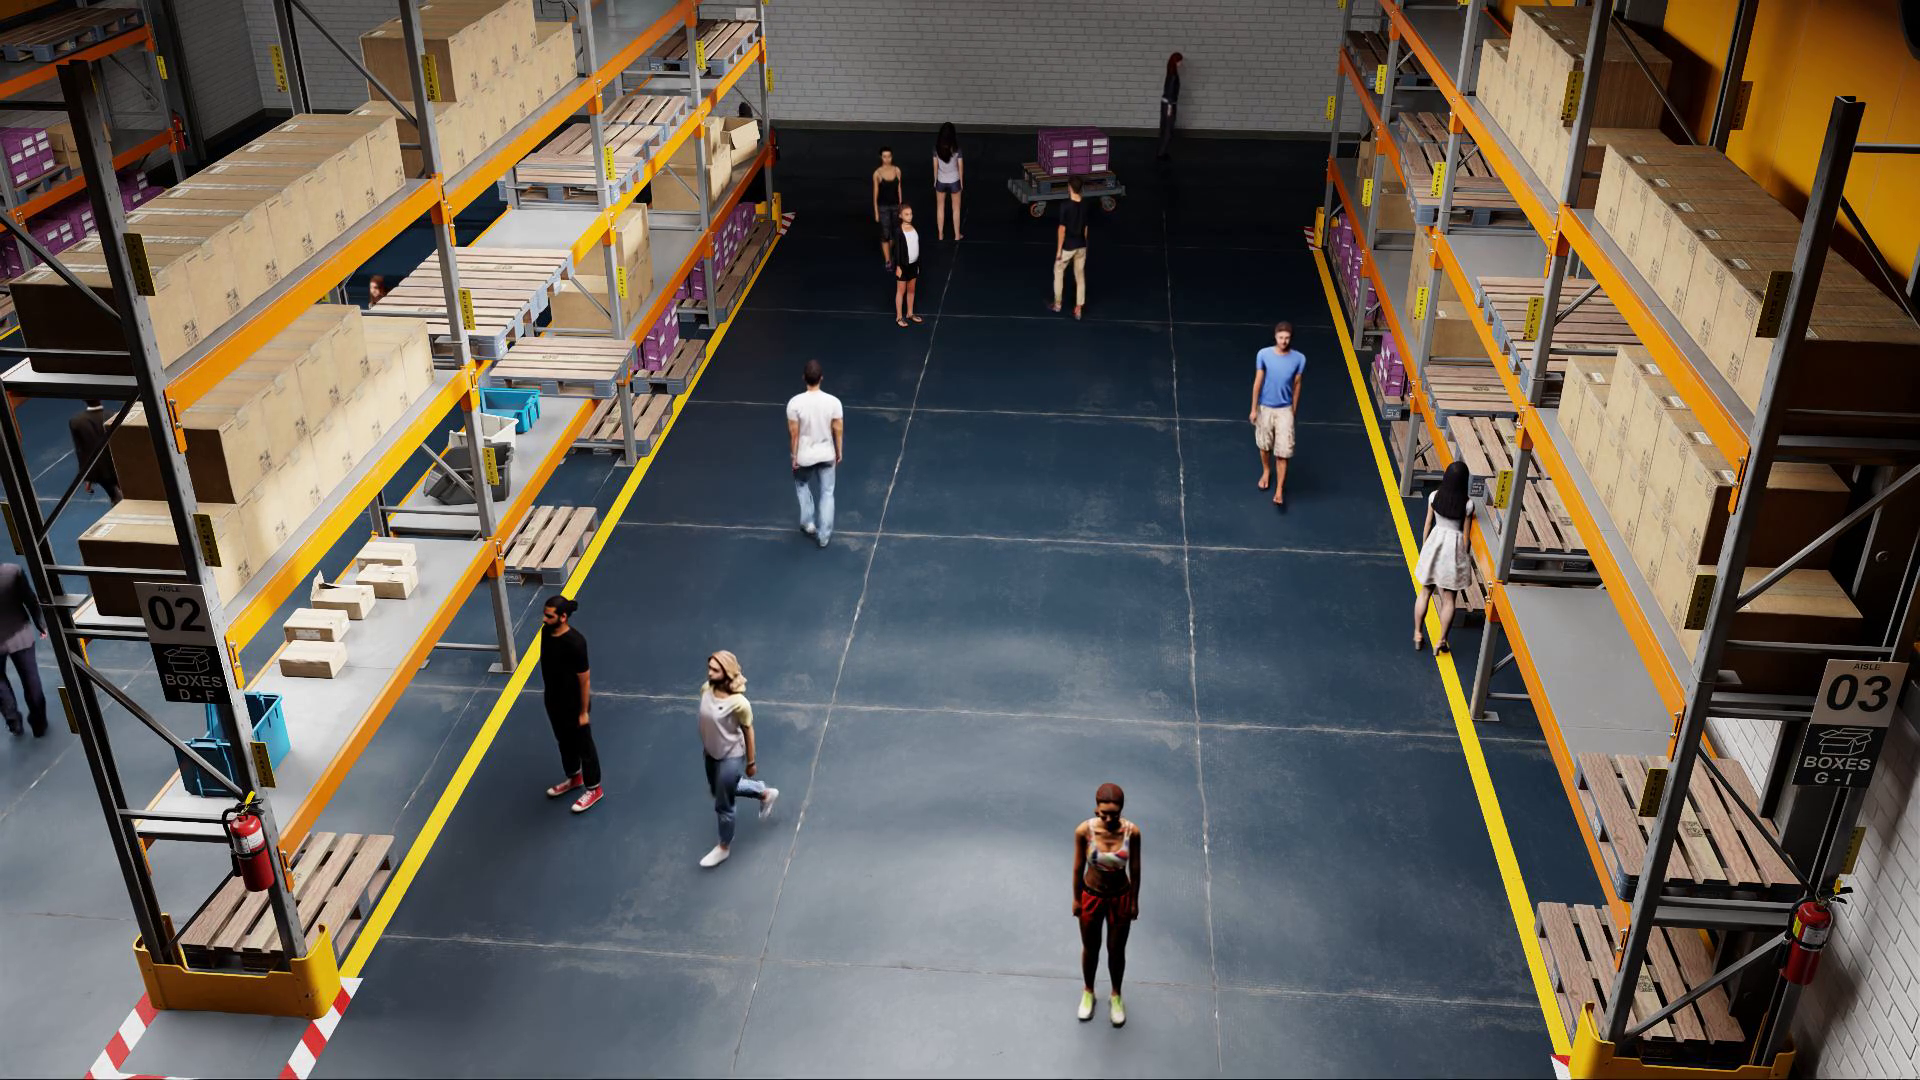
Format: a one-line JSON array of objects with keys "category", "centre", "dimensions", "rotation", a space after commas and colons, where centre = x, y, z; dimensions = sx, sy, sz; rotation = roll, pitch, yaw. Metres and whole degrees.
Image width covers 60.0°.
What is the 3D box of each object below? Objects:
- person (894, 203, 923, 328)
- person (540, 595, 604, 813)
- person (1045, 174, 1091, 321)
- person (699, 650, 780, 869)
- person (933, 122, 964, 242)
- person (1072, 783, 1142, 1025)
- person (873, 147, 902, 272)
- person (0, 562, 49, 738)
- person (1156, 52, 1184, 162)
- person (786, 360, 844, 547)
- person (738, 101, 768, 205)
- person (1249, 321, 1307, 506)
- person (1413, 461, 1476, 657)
[{"category": "person", "centre": [-0.679, -3.497, 21.016], "dimensions": [0.640, 1.556, 0.701], "rotation": [-23, 36, -35]}, {"category": "person", "centre": [-2.881, 1.171, 12.246], "dimensions": [0.730, 1.758, 0.762], "rotation": [22, 36, 35]}, {"category": "person", "centre": [1.477, -3.671, 21.038], "dimensions": [0.914, 1.840, 1.000], "rotation": [-15, 32, -25]}, {"category": "person", "centre": [-1.585, 1.482, 11.727], "dimensions": [0.983, 1.709, 1.090], "rotation": [23, 36, 36]}, {"category": "person", "centre": [-0.176, -5.155, 23.897], "dimensions": [0.613, 1.706, 0.556], "rotation": [5, 29, 10]}, {"category": "person", "centre": [0.899, 2.219, 10.295], "dimensions": [0.563, 1.786, 0.541], "rotation": [2, 29, 3]}, {"category": "person", "centre": [-1.012, -4.559, 22.790], "dimensions": [0.711, 1.720, 0.773], "rotation": [-11, 31, -20]}, {"category": "person", "centre": [-7.414, 0.769, 12.905], "dimensions": [0.867, 1.833, 0.868], "rotation": [-15, 32, -25]}, {"category": "person", "centre": [3.458, -7.154, 27.498], "dimensions": [0.689, 1.768, 0.522], "rotation": [0, 29, 1]}, {"category": "person", "centre": [-1.365, -0.777, 15.728], "dimensions": [0.765, 1.844, 0.821], "rotation": [-4, 29, -7]}, {"category": "person", "centre": [-3.269, -5.828, 25.243], "dimensions": [0.857, 1.599, 0.903], "rotation": [-10, 30, -17]}, {"category": "person", "centre": [3.185, -1.365, 16.812], "dimensions": [0.789, 1.838, 1.095], "rotation": [8, 30, 15]}, {"category": "person", "centre": [4.112, 0.152, 14.103], "dimensions": [0.776, 1.769, 0.801], "rotation": [19, 34, 30]}]
